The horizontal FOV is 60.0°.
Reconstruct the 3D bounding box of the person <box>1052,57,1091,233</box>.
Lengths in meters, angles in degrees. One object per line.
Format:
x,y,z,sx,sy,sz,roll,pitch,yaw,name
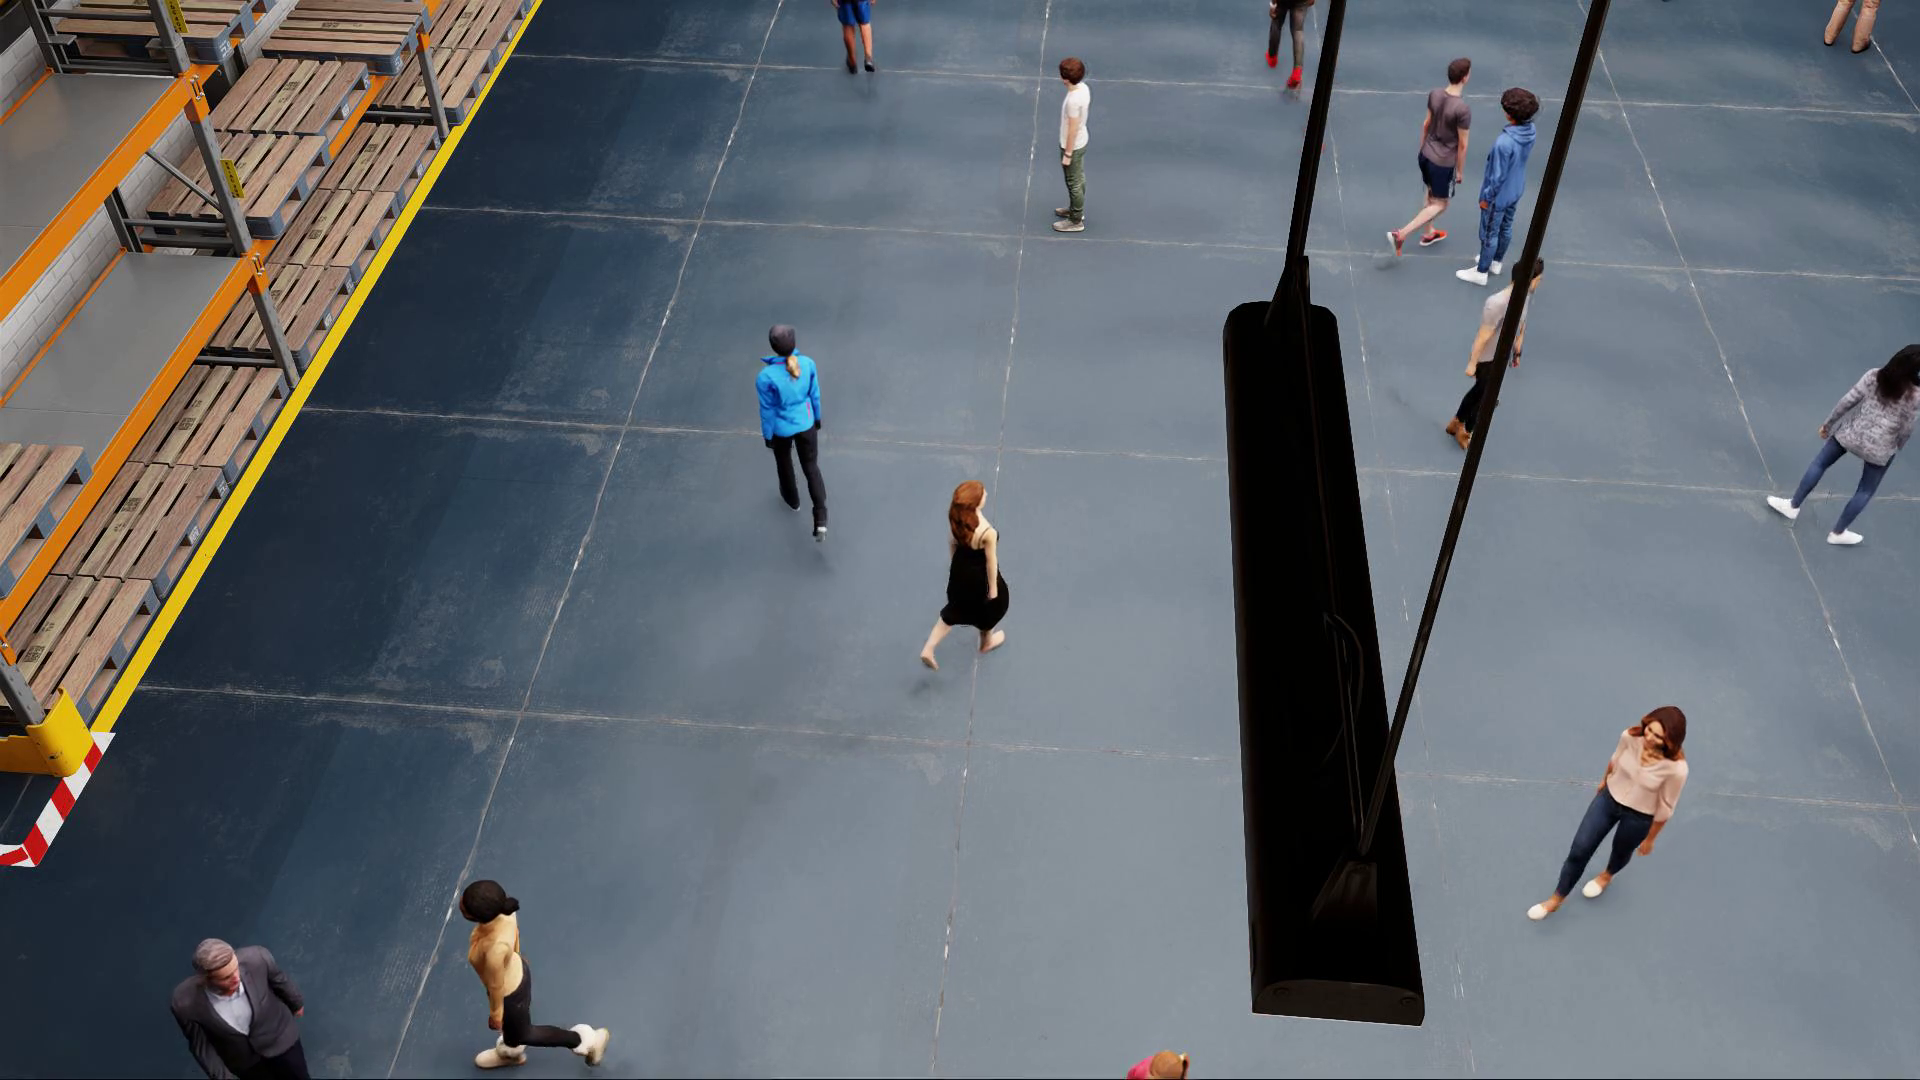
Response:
1.014,-3.531,14.845,0.656,1.653,0.501,8,44,8,person

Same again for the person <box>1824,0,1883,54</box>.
9.521,-6.021,17.323,0.777,1.841,0.791,29,51,27,person

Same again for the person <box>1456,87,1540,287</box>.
4.638,-3.005,14.185,0.746,1.803,0.815,-32,52,-29,person

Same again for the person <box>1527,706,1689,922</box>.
3.862,1.502,9.482,1.019,1.765,0.976,-27,50,-26,person

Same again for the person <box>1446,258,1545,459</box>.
3.980,-1.448,12.630,0.778,1.695,0.838,-26,49,-25,person

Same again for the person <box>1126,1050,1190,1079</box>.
0.976,2.887,8.362,0.855,1.305,0.789,-32,52,-29,person

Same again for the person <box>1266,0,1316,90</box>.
3.377,-5.431,16.755,0.782,1.771,1.223,-3,44,-3,person

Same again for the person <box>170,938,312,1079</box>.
-3.607,2.500,8.417,1.143,1.789,1.239,-27,50,-25,person

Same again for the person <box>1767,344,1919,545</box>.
6.417,-0.712,11.843,0.848,1.713,0.898,28,50,27,person

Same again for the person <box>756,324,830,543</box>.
-1.155,-0.749,11.836,0.936,1.777,1.170,-16,46,-16,person

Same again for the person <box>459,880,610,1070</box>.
-2.294,2.324,8.706,0.825,1.645,0.996,-7,44,-7,person

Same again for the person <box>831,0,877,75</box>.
-1.068,-5.514,16.832,0.759,1.785,0.907,-11,45,-11,person

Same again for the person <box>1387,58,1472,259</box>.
4.114,-3.275,14.445,1.035,1.835,1.061,-21,47,-21,person

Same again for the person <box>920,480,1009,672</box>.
0.027,0.263,10.899,1.006,1.604,0.924,-32,52,-29,person
